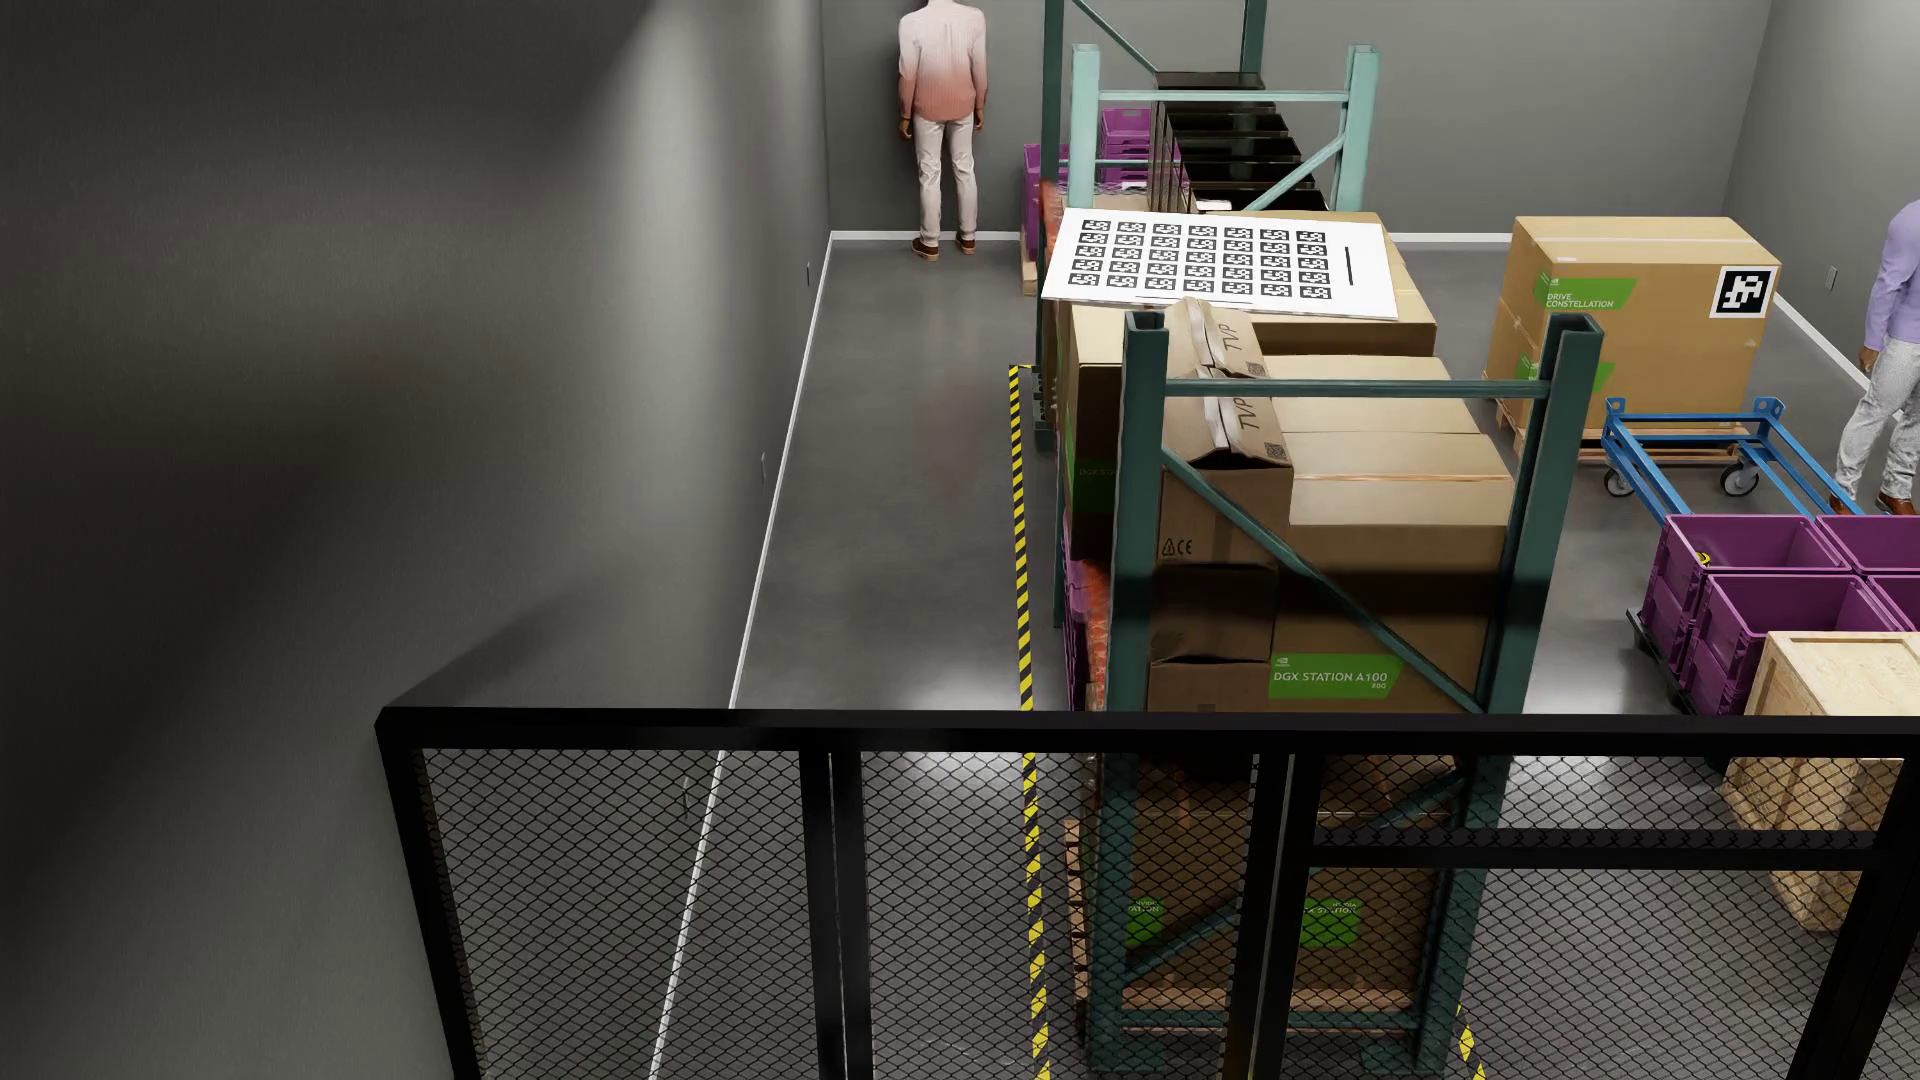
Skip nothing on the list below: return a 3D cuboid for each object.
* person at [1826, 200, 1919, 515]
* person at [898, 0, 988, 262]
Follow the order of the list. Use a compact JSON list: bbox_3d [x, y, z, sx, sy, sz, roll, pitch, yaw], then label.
[{"bbox_3d":[4.528,-0.940,7.776,0.637,1.938,0.357,-1,31,-2],"label":"person"},{"bbox_3d":[-0.123,-2.823,10.850,0.616,1.993,0.395,-11,33,-18],"label":"person"}]
